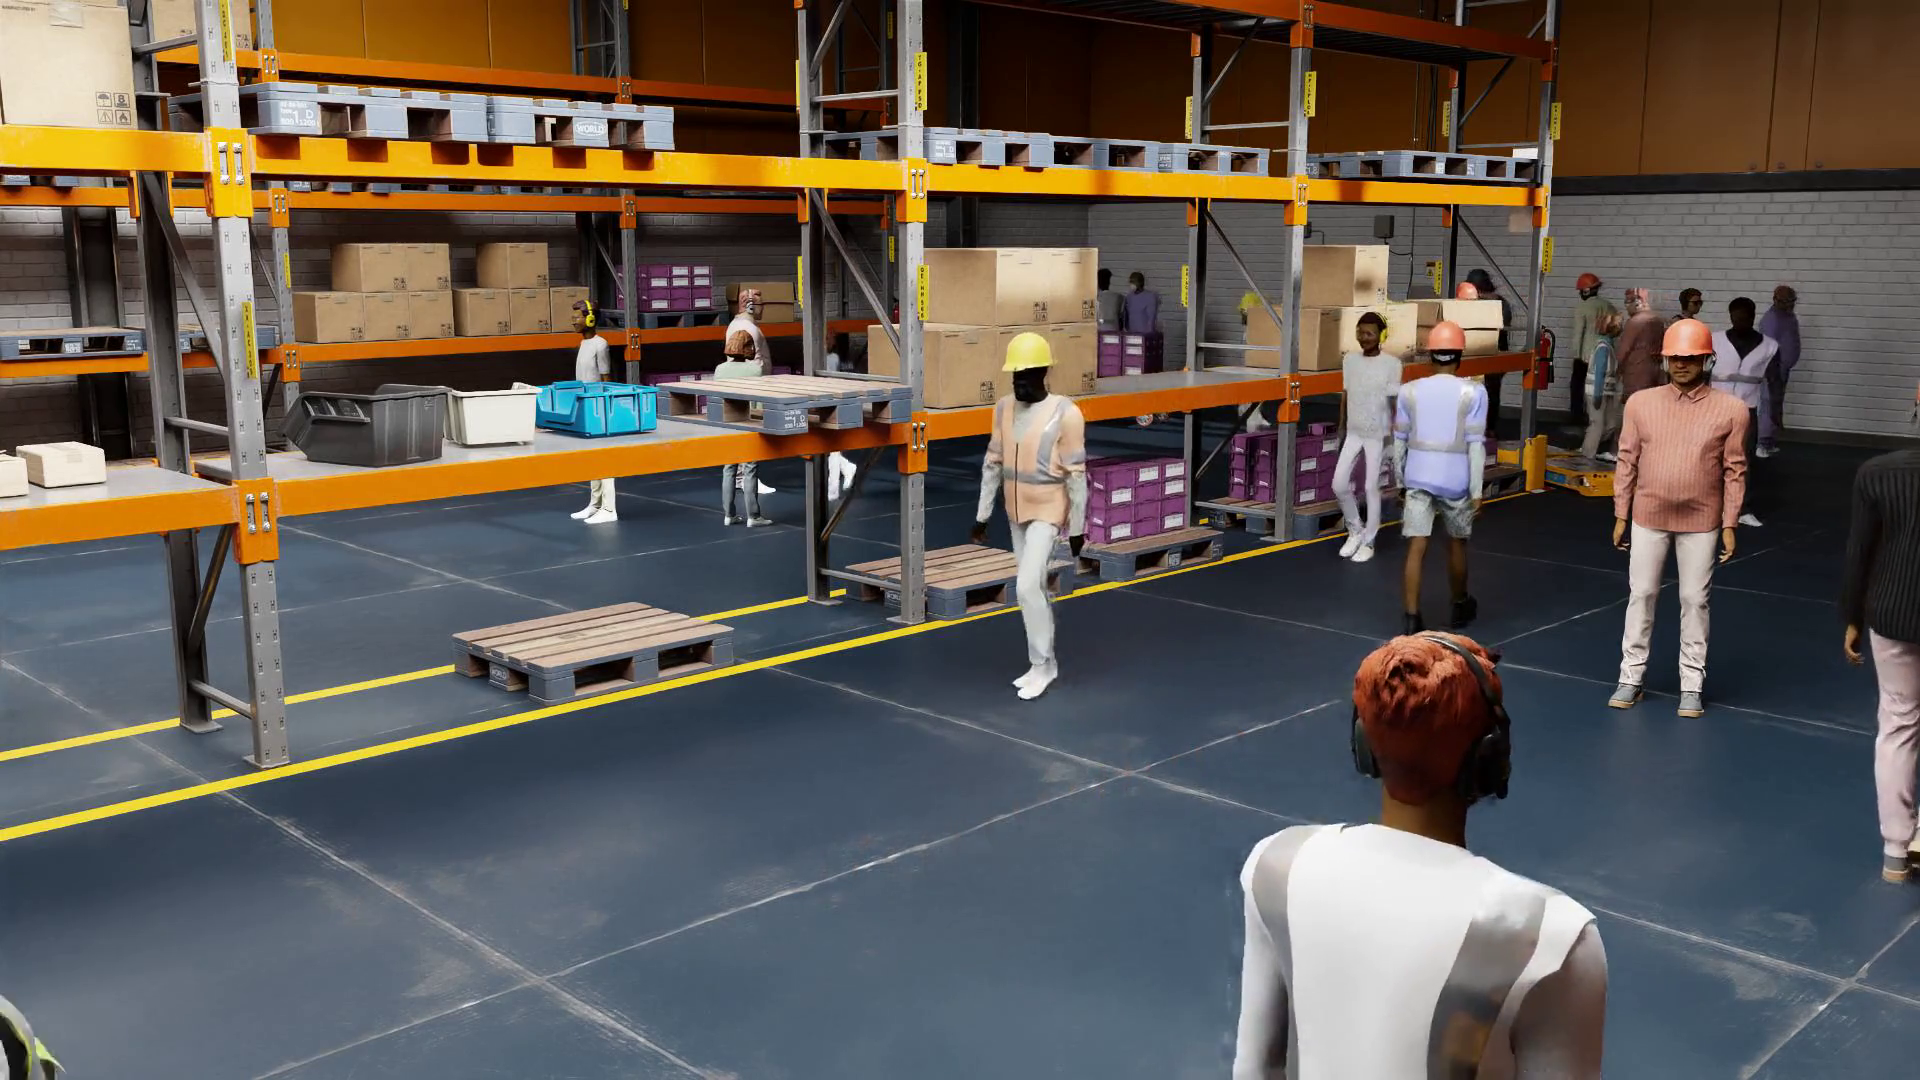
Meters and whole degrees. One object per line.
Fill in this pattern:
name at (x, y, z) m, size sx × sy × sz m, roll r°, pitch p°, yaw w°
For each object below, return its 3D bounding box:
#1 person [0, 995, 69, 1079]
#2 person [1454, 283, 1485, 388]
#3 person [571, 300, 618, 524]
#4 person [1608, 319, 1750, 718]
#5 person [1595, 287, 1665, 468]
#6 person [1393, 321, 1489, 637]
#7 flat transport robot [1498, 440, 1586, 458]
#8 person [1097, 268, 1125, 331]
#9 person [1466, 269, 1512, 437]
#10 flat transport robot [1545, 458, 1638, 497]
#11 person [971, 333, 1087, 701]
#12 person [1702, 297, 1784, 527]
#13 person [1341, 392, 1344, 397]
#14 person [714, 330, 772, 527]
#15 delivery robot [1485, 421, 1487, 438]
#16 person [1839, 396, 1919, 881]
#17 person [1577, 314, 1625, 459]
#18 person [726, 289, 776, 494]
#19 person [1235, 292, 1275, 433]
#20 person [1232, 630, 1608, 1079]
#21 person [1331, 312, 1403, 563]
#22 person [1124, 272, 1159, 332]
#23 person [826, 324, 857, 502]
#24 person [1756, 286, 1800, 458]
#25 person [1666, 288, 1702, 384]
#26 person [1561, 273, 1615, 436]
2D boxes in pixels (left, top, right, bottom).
person at (-1.449, 1.120, 2.143) m, size 0.636 × 1.820 × 0.706 m, roll 7°, pitch 12°, yaw 32°
person at (5.221, -1.737, 17.495) m, size 0.842 × 1.907 × 0.547 m, roll -3°, pitch 11°, yaw -15°
person at (-3.094, -1.075, 13.973) m, size 0.313 × 1.869 × 0.539 m, roll -7°, pitch 12°, yaw -32°
person at (3.596, -0.109, 8.362) m, size 0.615 × 1.994 × 0.381 m, roll 6°, pitch 12°, yaw 30°
person at (6.908, -1.674, 17.267) m, size 0.845 × 1.866 × 0.634 m, roll 10°, pitch 14°, yaw 43°
person at (2.900, -0.359, 10.005) m, size 0.585 × 1.887 × 0.968 m, roll 6°, pitch 12°, yaw 30°
flat transport robot at (5.834, -0.873, 17.236) m, size 0.652 × 0.197 × 1.431 m, roll -2°, pitch 11°, yaw -10°
person at (2.047, -2.900, 23.764) m, size 0.605 × 1.932 × 0.888 m, roll -1°, pitch 10°, yaw -7°
person at (6.222, -2.235, 19.833) m, size 0.723 × 2.000 × 0.534 m, roll -3°, pitch 11°, yaw -18°
flat transport robot at (5.937, -0.617, 15.838) m, size 0.652 × 0.197 × 1.431 m, roll -2°, pitch 11°, yaw -10°
person at (0.343, -0.124, 8.699) m, size 0.626 × 1.906 × 0.612 m, roll -9°, pitch 13°, yaw -39°
person at (6.485, -1.069, 13.849) m, size 0.695 × 1.899 × 0.421 m, roll 3°, pitch 11°, yaw 16°
person at (4.620, -2.013, 19.151) m, size 0.426 × 1.850 × 0.539 m, roll 0°, pitch 10°, yaw 2°
person at (-1.798, -0.919, 13.768) m, size 0.507 × 1.633 × 0.274 m, roll 6°, pitch 12°, yaw 28°
delivery robot at (5.409, -1.230, 18.151) m, size 0.477 × 0.478 × 0.707 m, roll -5°, pitch 11°, yaw -24°
person at (3.585, 0.307, 6.122) m, size 0.644 × 1.981 × 0.423 m, roll 8°, pitch 13°, yaw 38°
person at (6.495, -1.473, 16.824) m, size 0.376 × 1.619 × 0.529 m, roll 6°, pitch 12°, yaw 28°
person at (-1.953, -1.391, 15.598) m, size 0.401 × 1.906 × 0.650 m, roll -5°, pitch 11°, yaw -24°
person at (3.159, -1.702, 17.550) m, size 0.536 × 1.818 × 0.606 m, roll -1°, pitch 10°, yaw -5°
person at (0.611, 1.053, 2.419) m, size 0.828 × 1.857 × 0.579 m, roll -8°, pitch 13°, yaw -37°
person at (2.978, -0.745, 12.220) m, size 0.573 × 1.848 × 0.419 m, roll 9°, pitch 14°, yaw 41°
person at (2.496, -2.841, 23.556) m, size 0.644 × 1.884 × 1.023 m, roll 9°, pitch 14°, yaw 41°
person at (-1.146, -1.153, 15.059) m, size 0.461 × 1.621 × 0.513 m, roll -7°, pitch 12°, yaw -33°
person at (8.935, -1.830, 18.116) m, size 0.401 × 1.869 × 0.792 m, roll 10°, pitch 14°, yaw 43°
person at (7.756, -1.777, 17.866) m, size 0.327 × 1.843 × 0.514 m, roll 10°, pitch 14°, yaw 44°
person at (7.511, -2.192, 19.828) m, size 0.635 × 1.941 × 0.822 m, roll -2°, pitch 11°, yaw -11°
